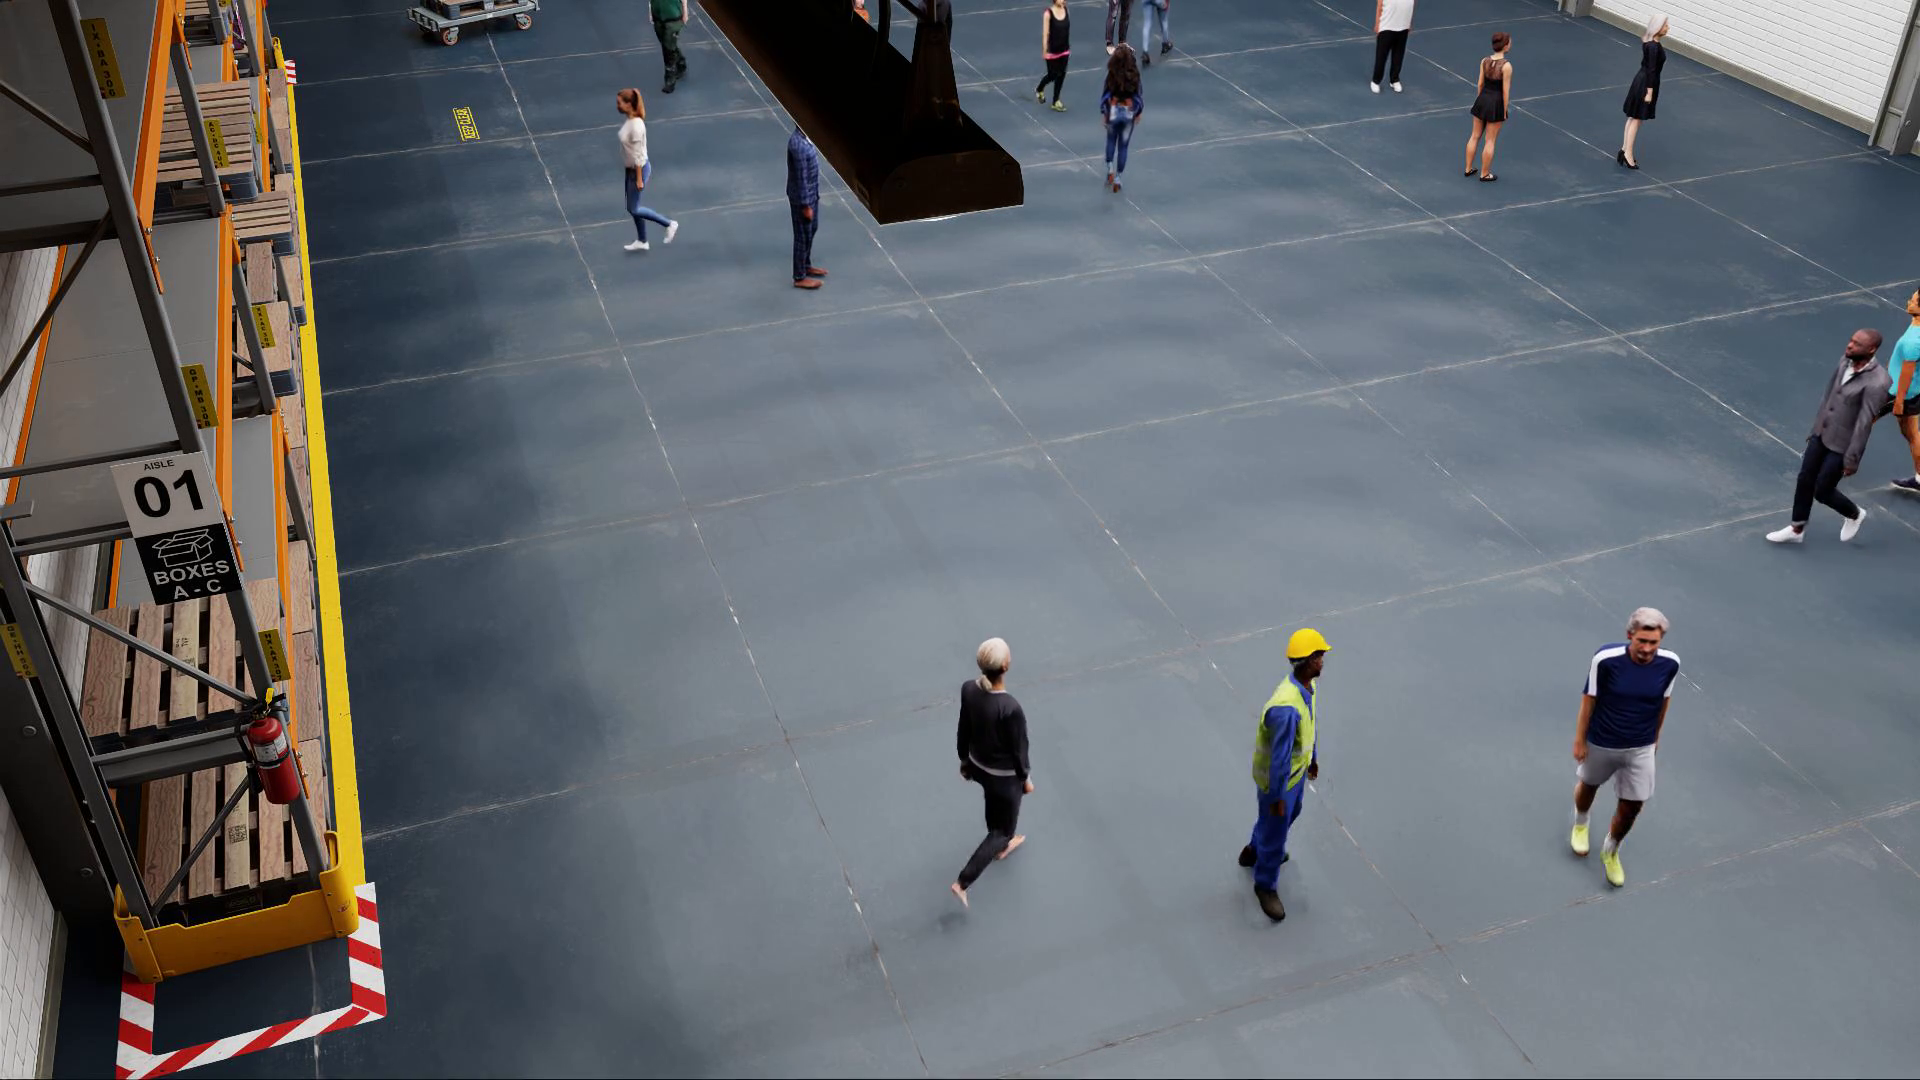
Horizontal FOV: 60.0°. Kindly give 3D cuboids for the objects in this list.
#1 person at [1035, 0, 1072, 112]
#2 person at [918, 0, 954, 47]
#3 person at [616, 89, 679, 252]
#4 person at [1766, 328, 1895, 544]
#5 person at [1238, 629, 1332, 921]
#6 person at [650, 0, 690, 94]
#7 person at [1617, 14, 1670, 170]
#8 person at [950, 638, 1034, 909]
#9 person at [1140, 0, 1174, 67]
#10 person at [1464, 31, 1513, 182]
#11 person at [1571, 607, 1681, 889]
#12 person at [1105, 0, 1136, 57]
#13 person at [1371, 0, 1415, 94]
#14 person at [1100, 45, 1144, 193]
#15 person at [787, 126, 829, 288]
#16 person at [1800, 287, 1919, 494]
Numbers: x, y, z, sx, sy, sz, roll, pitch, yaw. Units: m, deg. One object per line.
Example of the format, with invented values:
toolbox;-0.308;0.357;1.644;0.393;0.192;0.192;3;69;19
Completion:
person;1.161;-6.140;20.716;0.644;1.541;0.743;-23;40;-31
person;-0.305;-6.101;20.441;0.632;1.781;0.611;-14;36;-20
person;-3.219;-3.750;16.970;0.673;1.708;0.720;-11;35;-16
person;6.583;-0.727;12.340;0.907;1.800;0.934;-4;34;-6
person;1.796;1.322;9.272;0.870;1.783;0.825;28;43;35
person;-3.734;-6.743;21.381;1.076;1.810;1.206;11;35;16
person;7.835;-5.146;19.035;0.756;1.747;0.665;7;34;10
person;0.156;1.314;9.357;1.025;1.701;0.925;29;43;36
person;2.565;-7.166;22.128;1.052;1.687;1.121;13;36;19
person;5.962;-4.883;18.706;0.698;1.674;0.584;-22;40;-30
person;3.783;1.080;9.604;0.840;1.819;0.922;4;34;7
person;2.196;-7.526;22.547;0.745;1.824;0.686;-21;39;-28
person;5.562;-6.592;21.264;0.685;1.687;0.651;-6;34;-9
person;1.778;-4.644;18.408;0.787;1.605;0.843;7;34;11
person;-1.537;-3.397;16.343;0.809;1.815;0.685;4;34;5
person;7.461;-1.128;13.014;1.263;1.720;1.025;26;41;33
